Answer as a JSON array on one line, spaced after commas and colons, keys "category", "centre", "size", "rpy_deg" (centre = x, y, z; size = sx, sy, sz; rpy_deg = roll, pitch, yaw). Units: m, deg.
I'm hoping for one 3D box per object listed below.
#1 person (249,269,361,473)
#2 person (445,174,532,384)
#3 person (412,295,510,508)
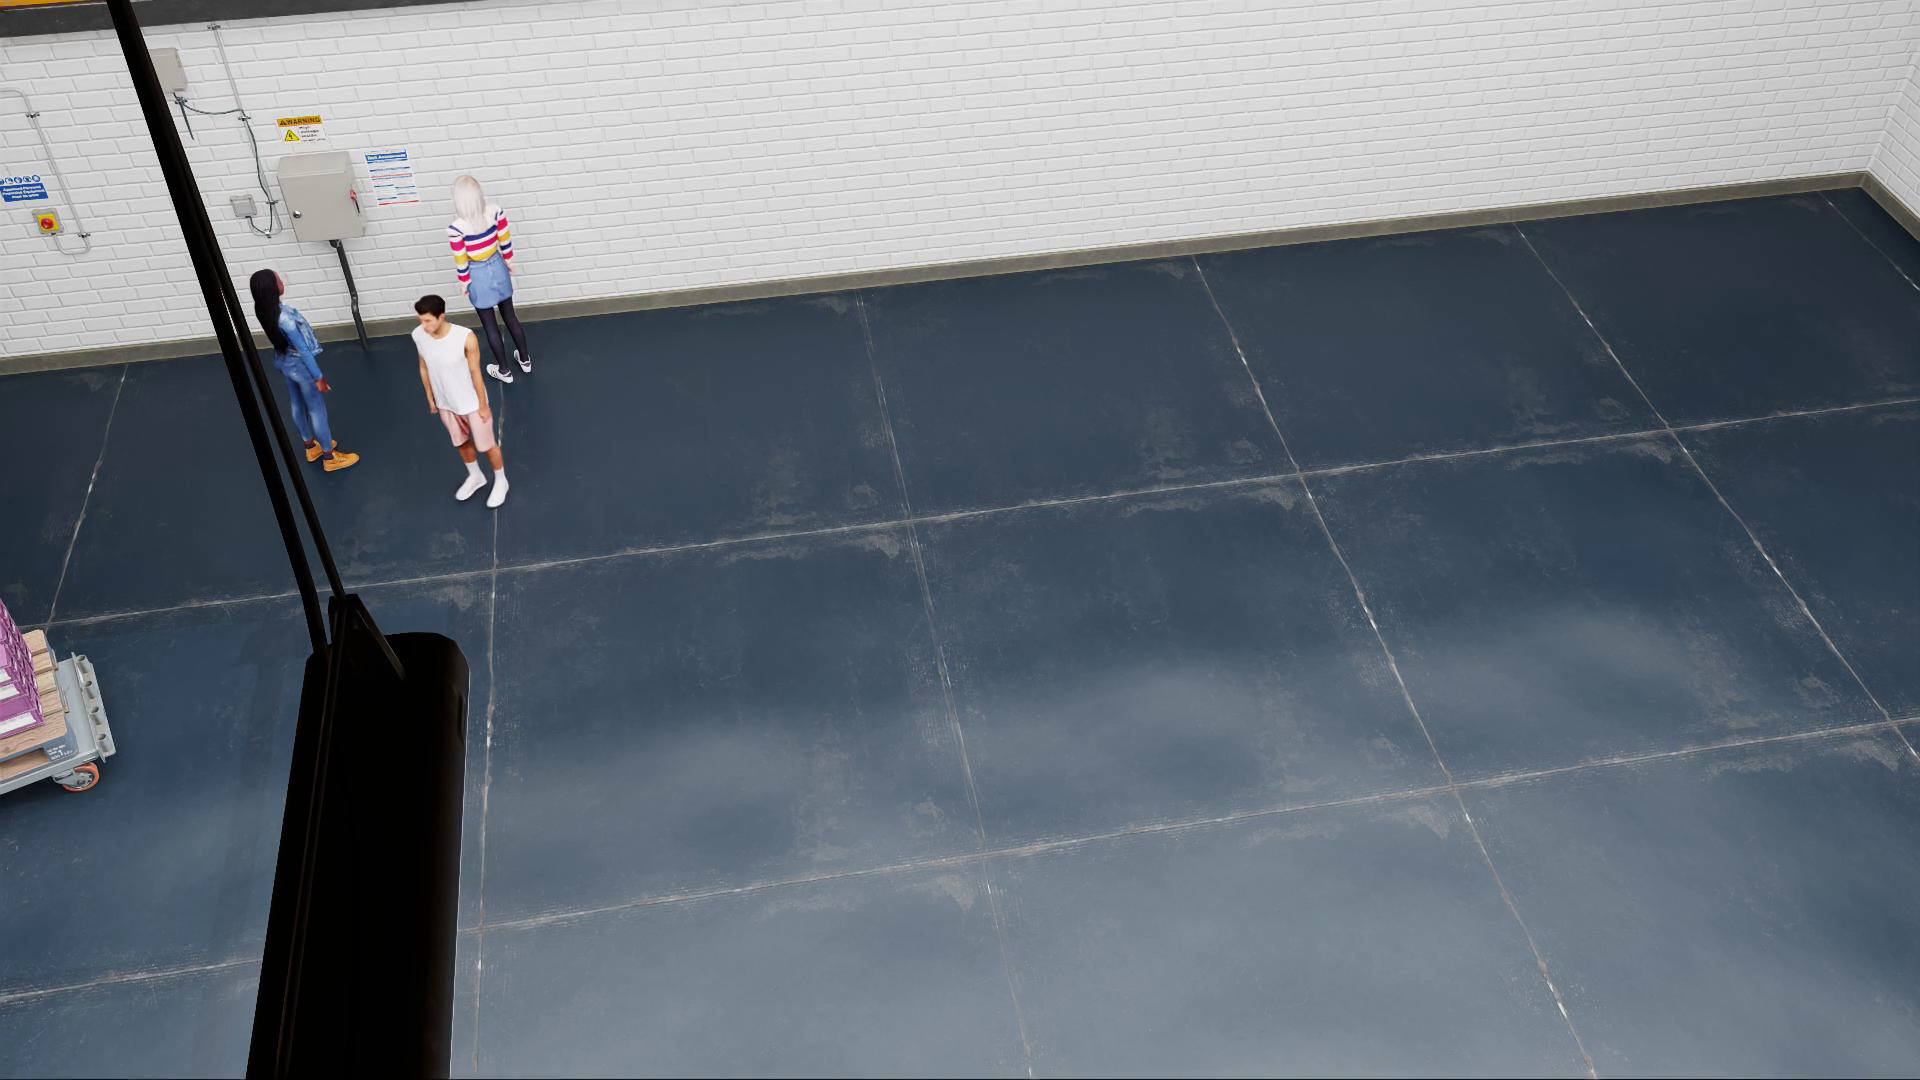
[{"category": "person", "centre": [-4.809, -1.236, 12.065], "size": [0.653, 1.713, 0.732], "rpy_deg": [30, 51, 28]}, {"category": "person", "centre": [-3.638, -2.017, 12.816], "size": [0.715, 1.808, 0.718], "rpy_deg": [-34, 53, -31]}, {"category": "person", "centre": [-3.522, -1.017, 11.787], "size": [0.734, 1.780, 0.728], "rpy_deg": [11, 45, 11]}]
